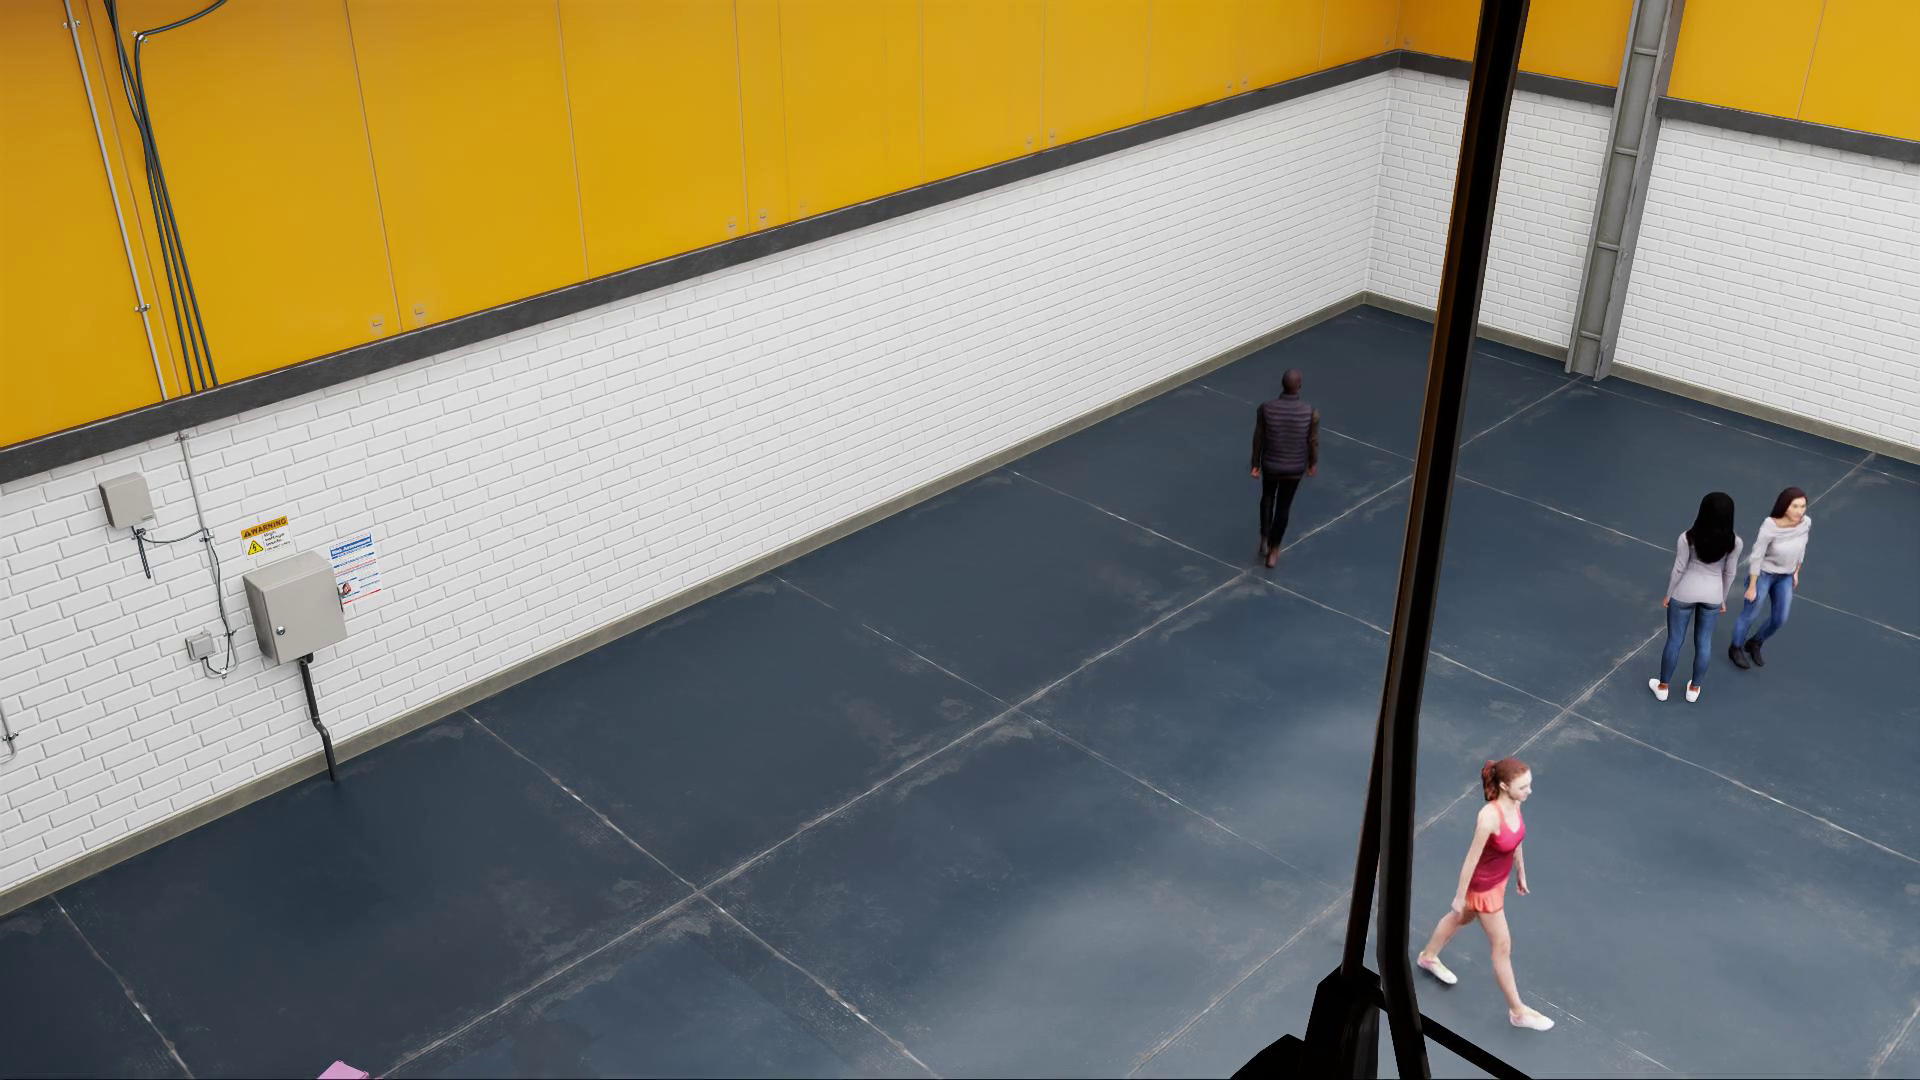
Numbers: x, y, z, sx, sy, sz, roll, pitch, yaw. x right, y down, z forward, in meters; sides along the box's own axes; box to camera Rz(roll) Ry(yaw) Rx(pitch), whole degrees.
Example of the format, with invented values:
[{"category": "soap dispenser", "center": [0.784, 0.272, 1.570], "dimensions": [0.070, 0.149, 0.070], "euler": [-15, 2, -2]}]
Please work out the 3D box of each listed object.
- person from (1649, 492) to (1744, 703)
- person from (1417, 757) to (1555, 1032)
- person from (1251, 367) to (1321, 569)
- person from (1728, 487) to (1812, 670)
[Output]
[{"category": "person", "center": [5.516, 0.432, 12.441], "dimensions": [0.652, 1.742, 0.748], "euler": [5, 29, 9]}, {"category": "person", "center": [2.990, 1.968, 9.662], "dimensions": [1.117, 1.707, 0.618], "euler": [23, 36, 36]}, {"category": "person", "center": [2.745, -0.584, 14.217], "dimensions": [0.773, 1.823, 0.886], "euler": [9, 30, 15]}, {"category": "person", "center": [6.220, 0.264, 12.880], "dimensions": [0.747, 1.615, 0.761], "euler": [-6, 29, -10]}]
